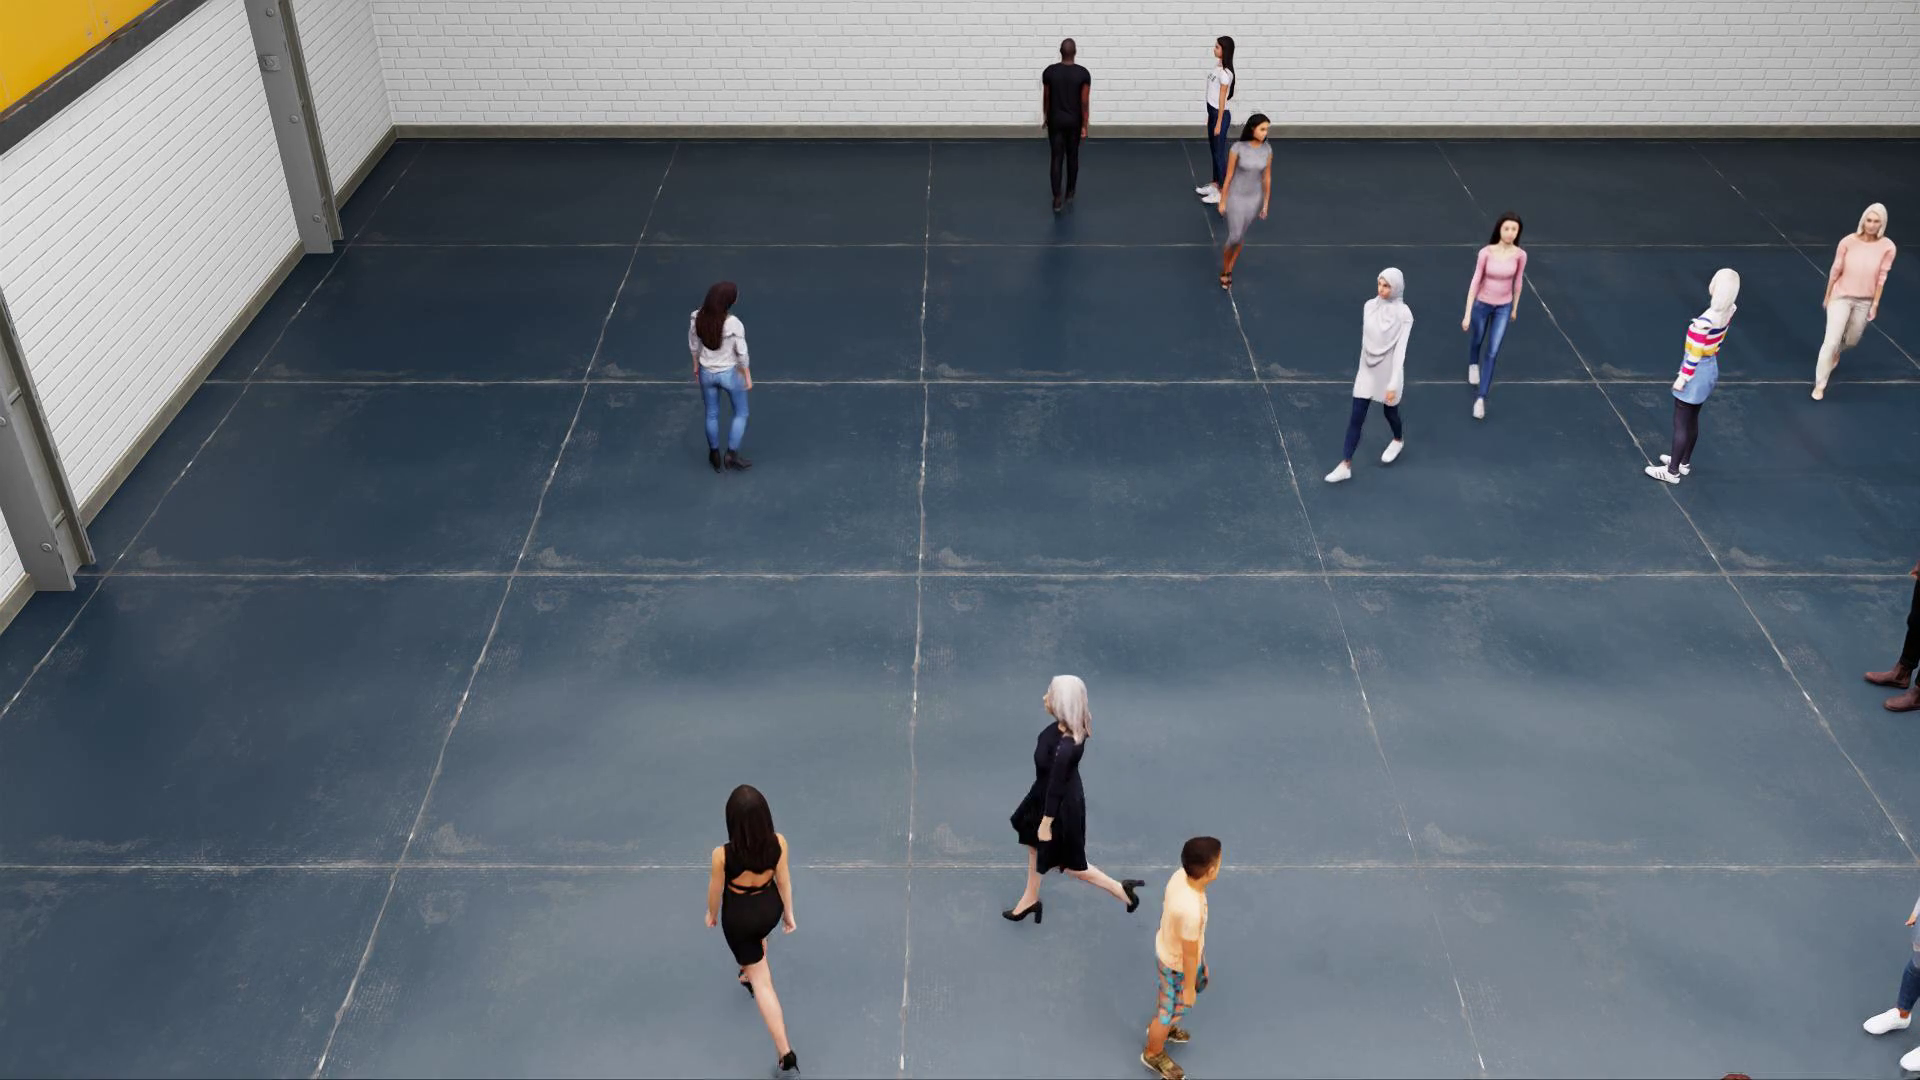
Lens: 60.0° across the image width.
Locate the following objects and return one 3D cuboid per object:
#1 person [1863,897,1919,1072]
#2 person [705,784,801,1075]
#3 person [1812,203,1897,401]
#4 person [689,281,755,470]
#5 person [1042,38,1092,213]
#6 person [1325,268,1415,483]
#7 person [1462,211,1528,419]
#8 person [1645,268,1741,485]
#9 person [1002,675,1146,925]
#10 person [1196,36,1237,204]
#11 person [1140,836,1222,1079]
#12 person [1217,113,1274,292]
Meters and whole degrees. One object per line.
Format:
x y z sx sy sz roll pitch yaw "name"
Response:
4.952 1.911 8.213 0.730 1.734 0.604 -15 36 -21 "person"
-0.997 1.960 8.252 0.897 1.609 1.123 -17 37 -23 "person"
7.654 -2.082 14.248 0.830 1.704 1.069 13 36 19 "person"
-1.896 -1.288 13.128 0.701 1.622 0.632 3 34 4 "person"
1.102 -4.396 17.629 0.723 1.815 0.890 4 34 6 "person"
3.363 -1.303 13.041 1.165 1.743 1.131 -26 42 -34 "person"
4.493 -1.982 14.104 0.766 1.698 1.200 6 34 9 "person"
5.752 -1.284 12.952 0.710 1.809 0.763 -28 43 -35 "person"
0.606 1.454 8.908 0.712 1.726 0.955 3 34 5 "person"
2.787 -4.512 17.840 0.652 1.775 0.465 -2 34 -3 "person"
1.040 2.046 8.271 0.725 1.446 0.489 5 34 7 "person"
2.688 -3.257 15.964 0.679 1.762 0.701 -4 34 -7 "person"
